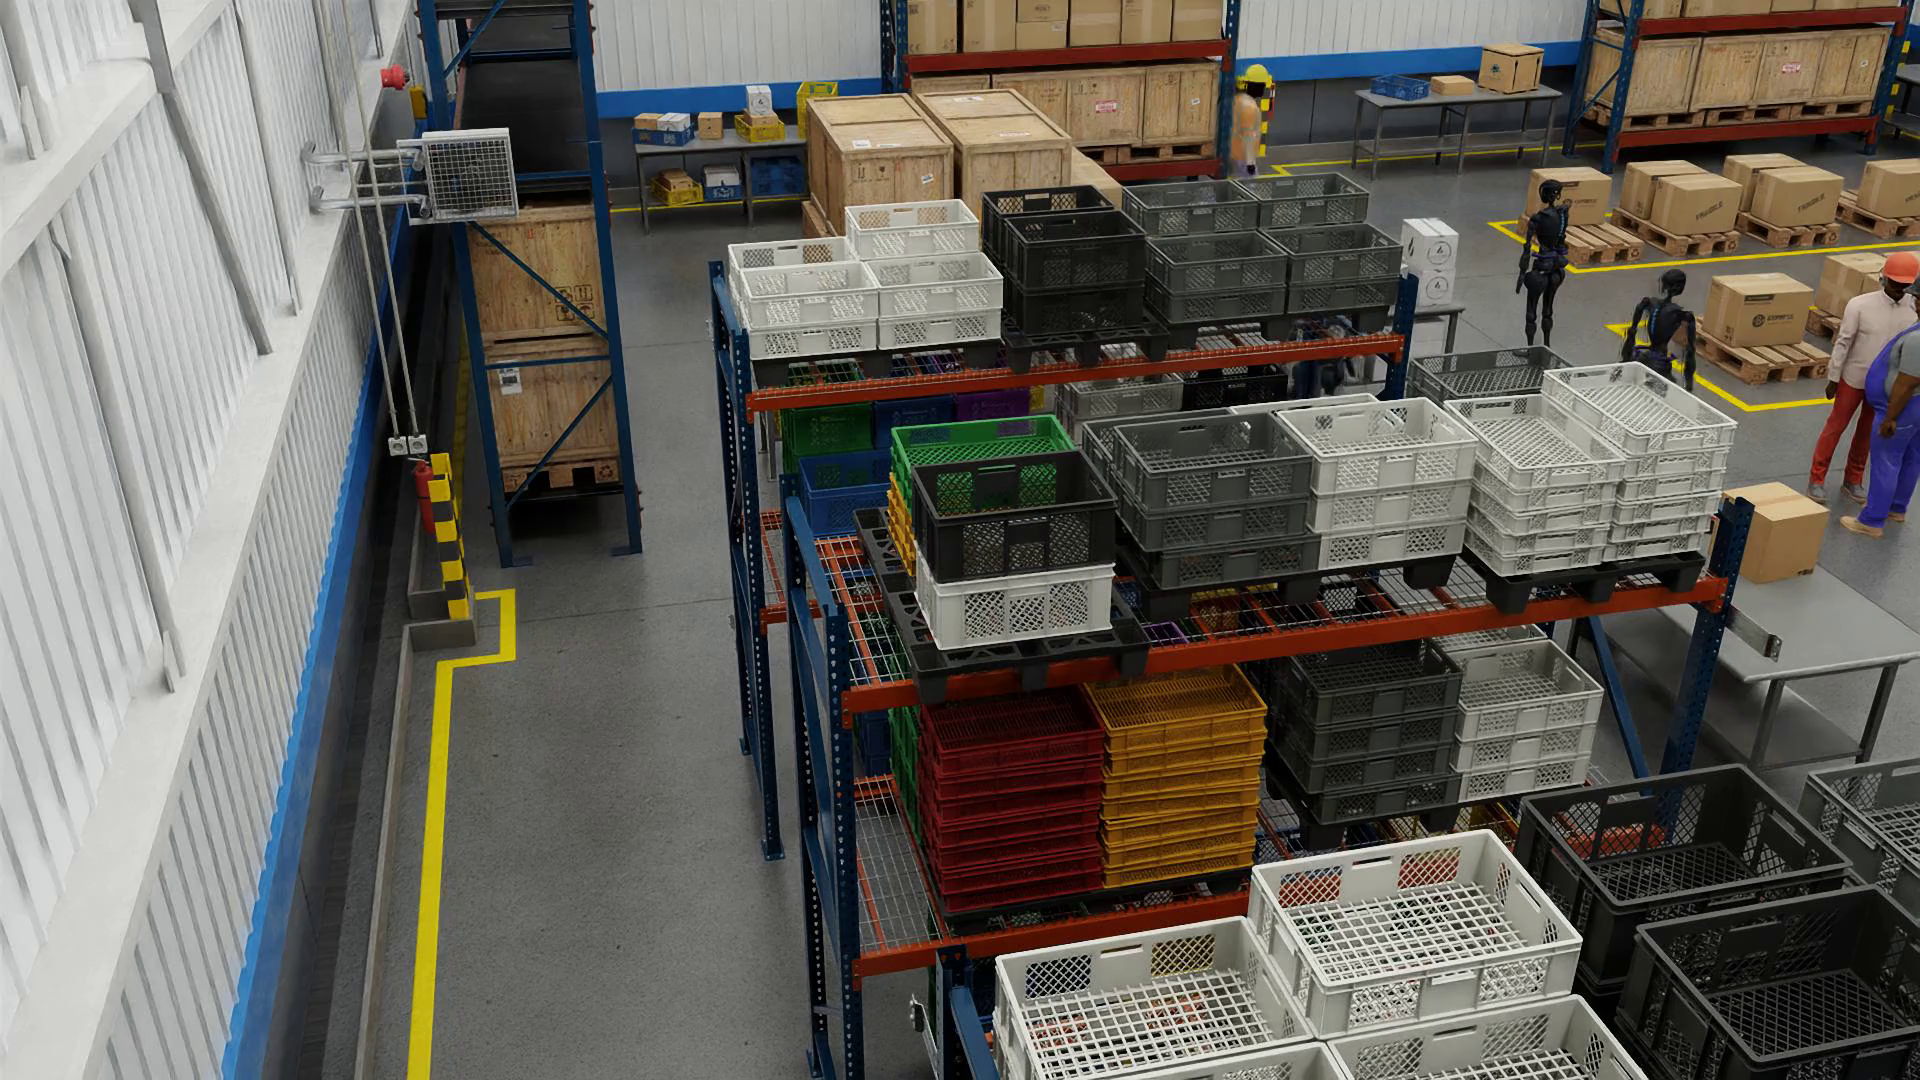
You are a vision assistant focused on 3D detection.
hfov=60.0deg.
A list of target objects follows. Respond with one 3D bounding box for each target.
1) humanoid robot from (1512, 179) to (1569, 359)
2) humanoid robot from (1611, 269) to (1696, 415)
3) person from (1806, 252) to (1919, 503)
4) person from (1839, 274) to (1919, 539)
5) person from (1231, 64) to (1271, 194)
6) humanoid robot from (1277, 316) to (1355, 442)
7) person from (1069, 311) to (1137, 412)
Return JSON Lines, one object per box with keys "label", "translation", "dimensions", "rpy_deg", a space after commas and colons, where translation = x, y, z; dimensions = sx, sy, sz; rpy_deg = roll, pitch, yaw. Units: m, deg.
{"label": "humanoid robot", "translation": [5.346, -2.487, 15.260], "dimensions": [0.541, 1.648, 0.361], "rpy_deg": [-16, 32, -28]}
{"label": "humanoid robot", "translation": [5.478, -1.344, 13.138], "dimensions": [0.762, 1.630, 0.608], "rpy_deg": [-15, 31, -26]}
{"label": "person", "translation": [6.837, -1.210, 12.493], "dimensions": [0.621, 1.991, 0.395], "rpy_deg": [1, 28, 1]}
{"label": "person", "translation": [6.841, -1.017, 12.077], "dimensions": [0.682, 2.000, 0.536], "rpy_deg": [-21, 34, -34]}
{"label": "person", "translation": [3.162, -4.317, 18.472], "dimensions": [0.533, 1.910, 0.594], "rpy_deg": [3, 28, 5]}
{"label": "humanoid robot", "translation": [2.849, -1.409, 13.221], "dimensions": [0.650, 1.630, 0.396], "rpy_deg": [-2, 28, -4]}
{"label": "person", "translation": [1.106, -1.385, 12.944], "dimensions": [0.574, 1.882, 0.356], "rpy_deg": [15, 31, 26]}
